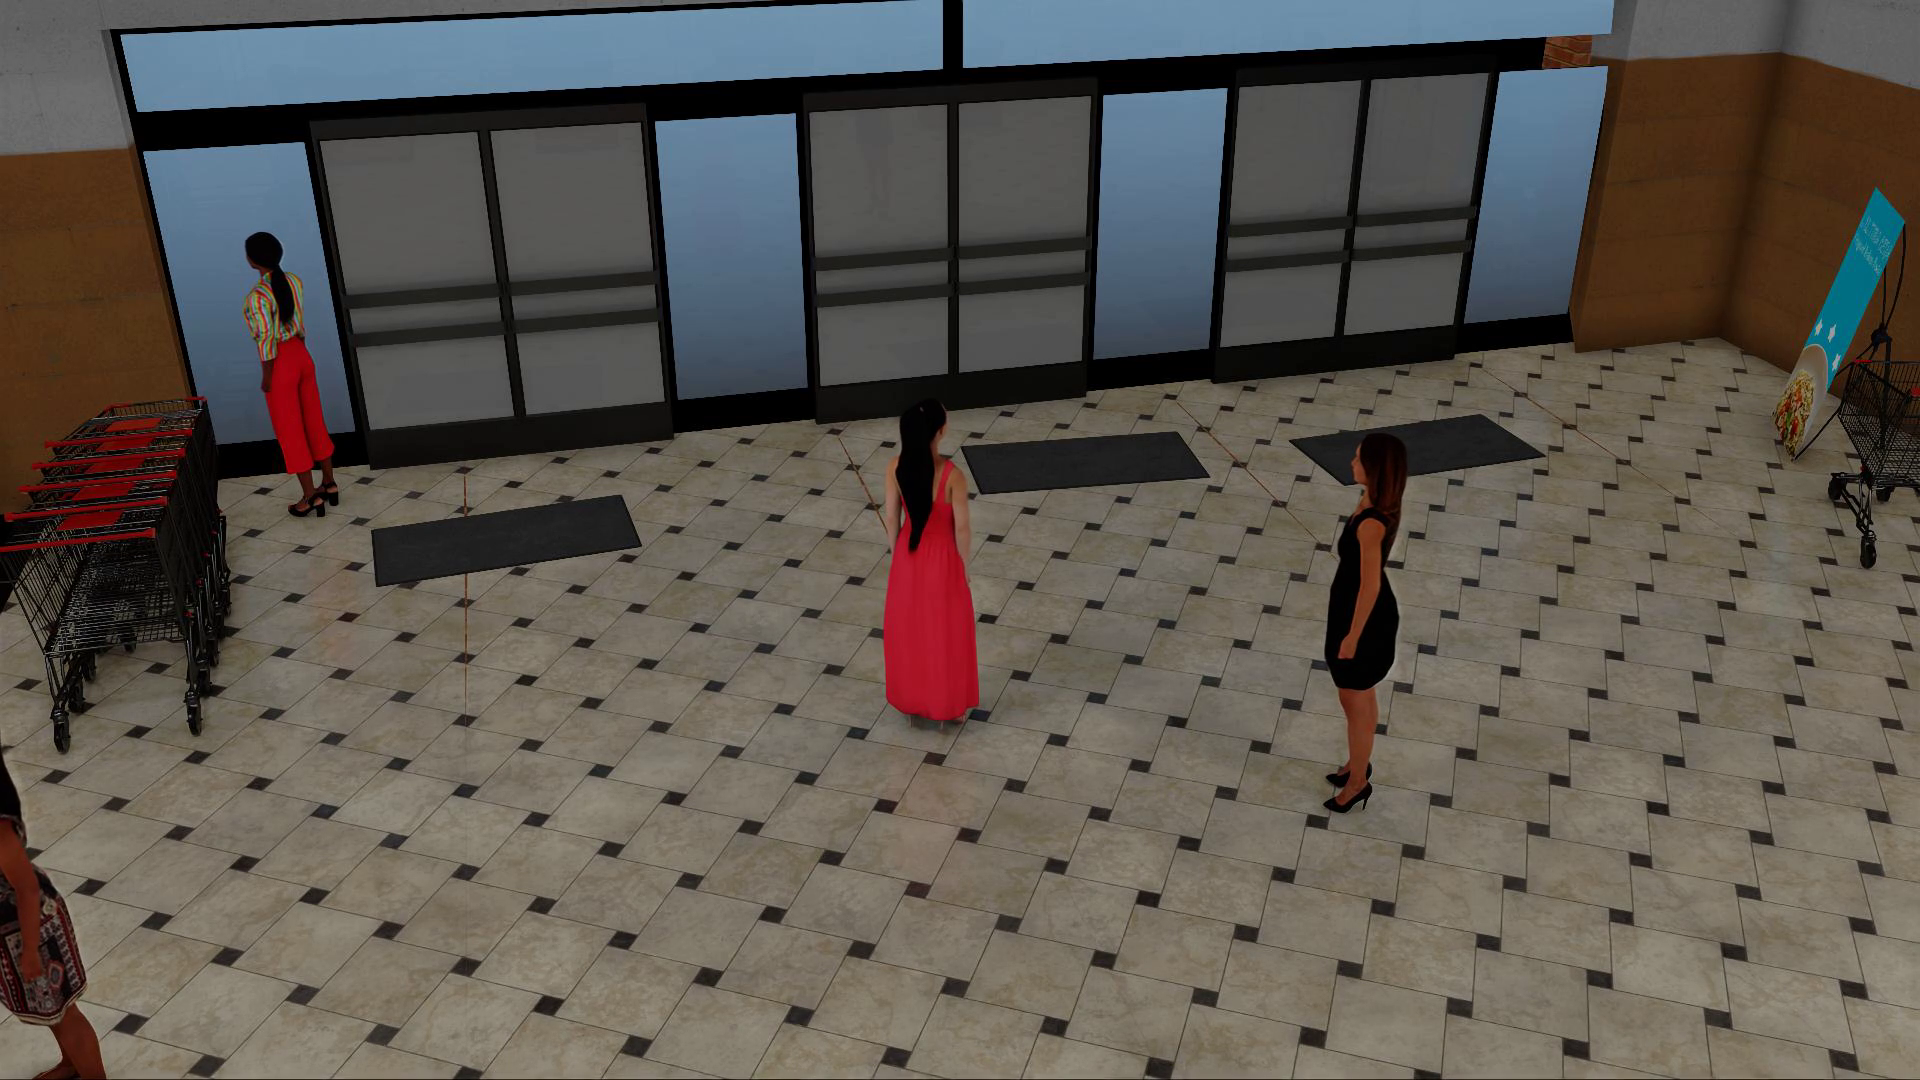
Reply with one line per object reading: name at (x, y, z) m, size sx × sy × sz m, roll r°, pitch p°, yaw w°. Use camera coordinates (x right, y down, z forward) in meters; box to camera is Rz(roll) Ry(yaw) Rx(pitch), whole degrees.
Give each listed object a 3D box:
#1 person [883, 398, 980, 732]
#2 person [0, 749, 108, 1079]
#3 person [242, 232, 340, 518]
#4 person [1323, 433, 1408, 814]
person at (-0.149, 0.132, 7.938) m, size 0.713 × 1.726 × 0.753 m, roll 11°, pitch 29°, yaw 20°
person at (-3.223, 1.311, 5.705) m, size 0.784 × 1.645 × 0.639 m, roll -23°, pitch 35°, yaw -37°
person at (-4.073, -0.995, 10.088) m, size 0.736 × 1.793 × 0.631 m, roll 7°, pitch 28°, yaw 14°
person at (1.764, 0.388, 7.315) m, size 0.729 × 1.834 × 0.636 m, roll 8°, pitch 28°, yaw 16°
